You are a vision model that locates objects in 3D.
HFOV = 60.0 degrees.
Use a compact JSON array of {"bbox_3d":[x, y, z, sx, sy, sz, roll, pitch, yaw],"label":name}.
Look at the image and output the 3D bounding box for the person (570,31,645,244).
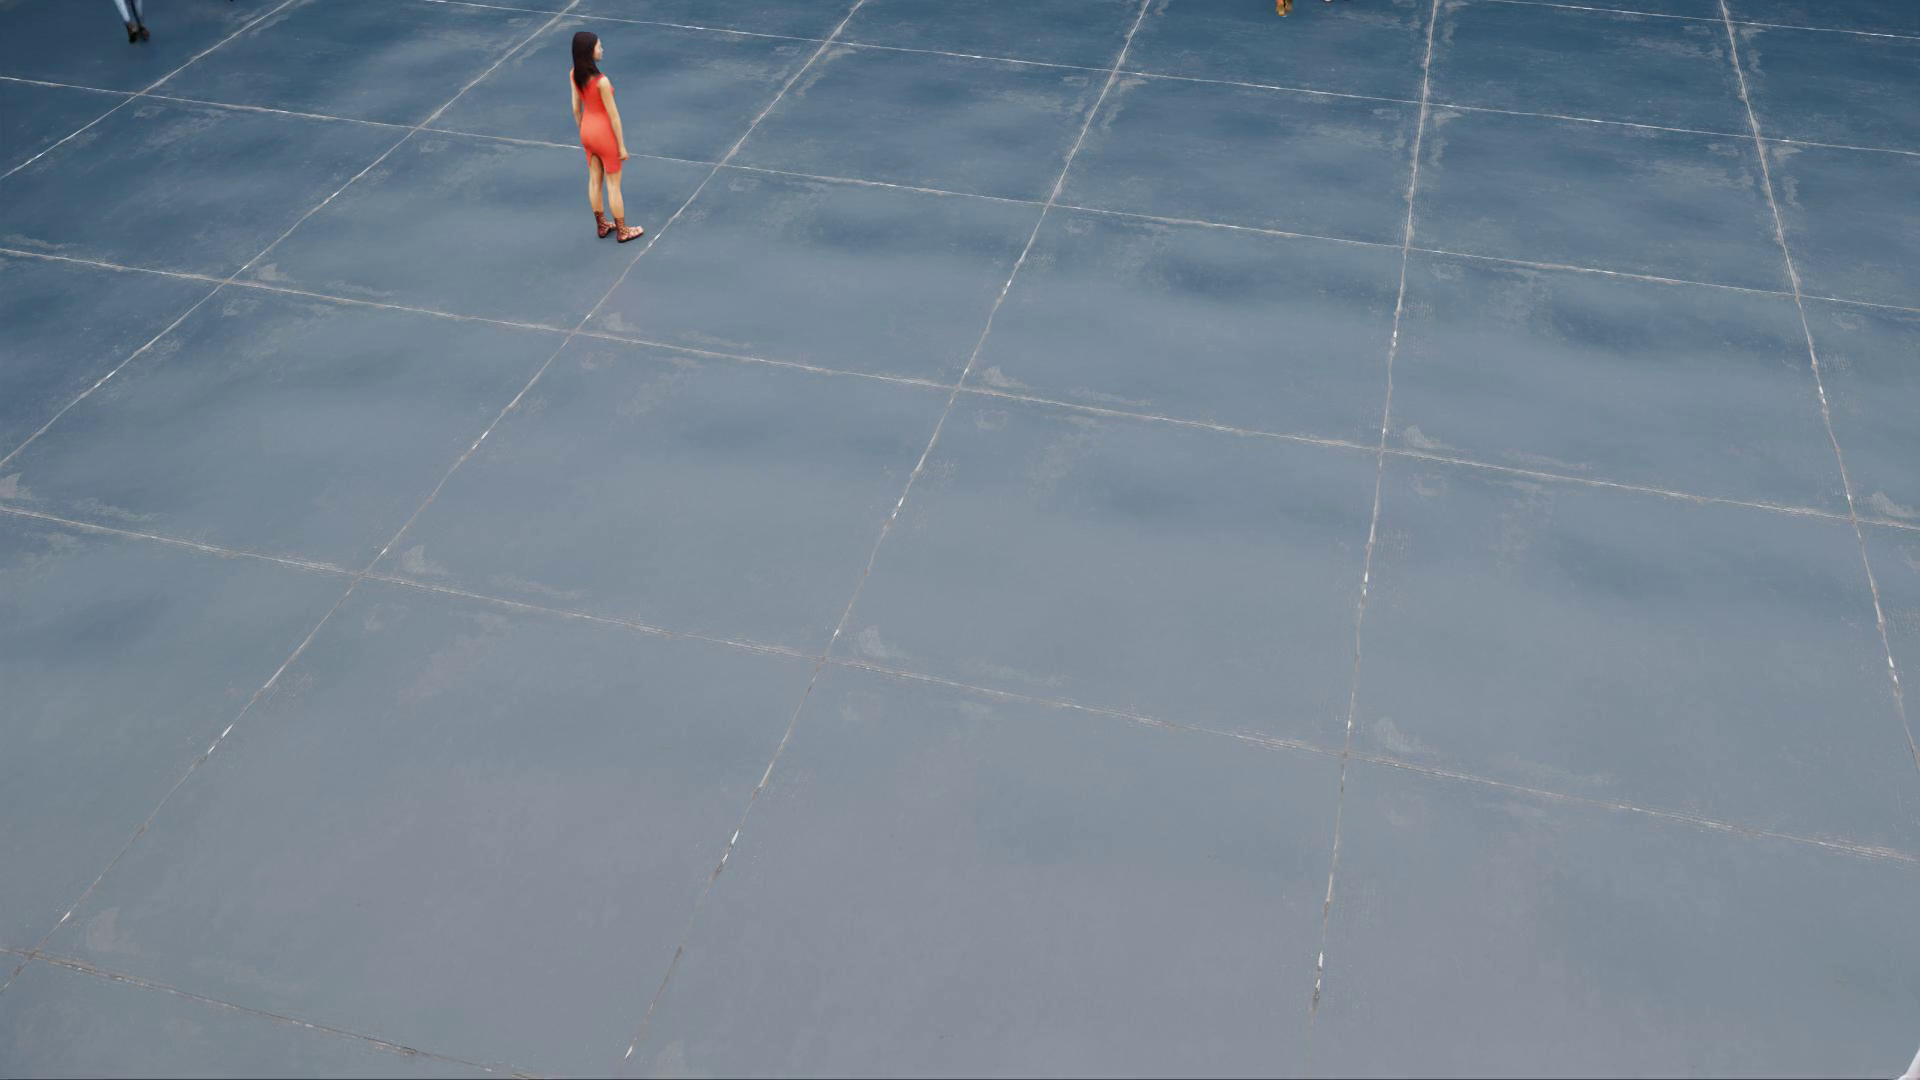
[{"bbox_3d":[-2.868,-3.196,13.248,0.648,1.719,0.635,22,43,26],"label":"person"}]
